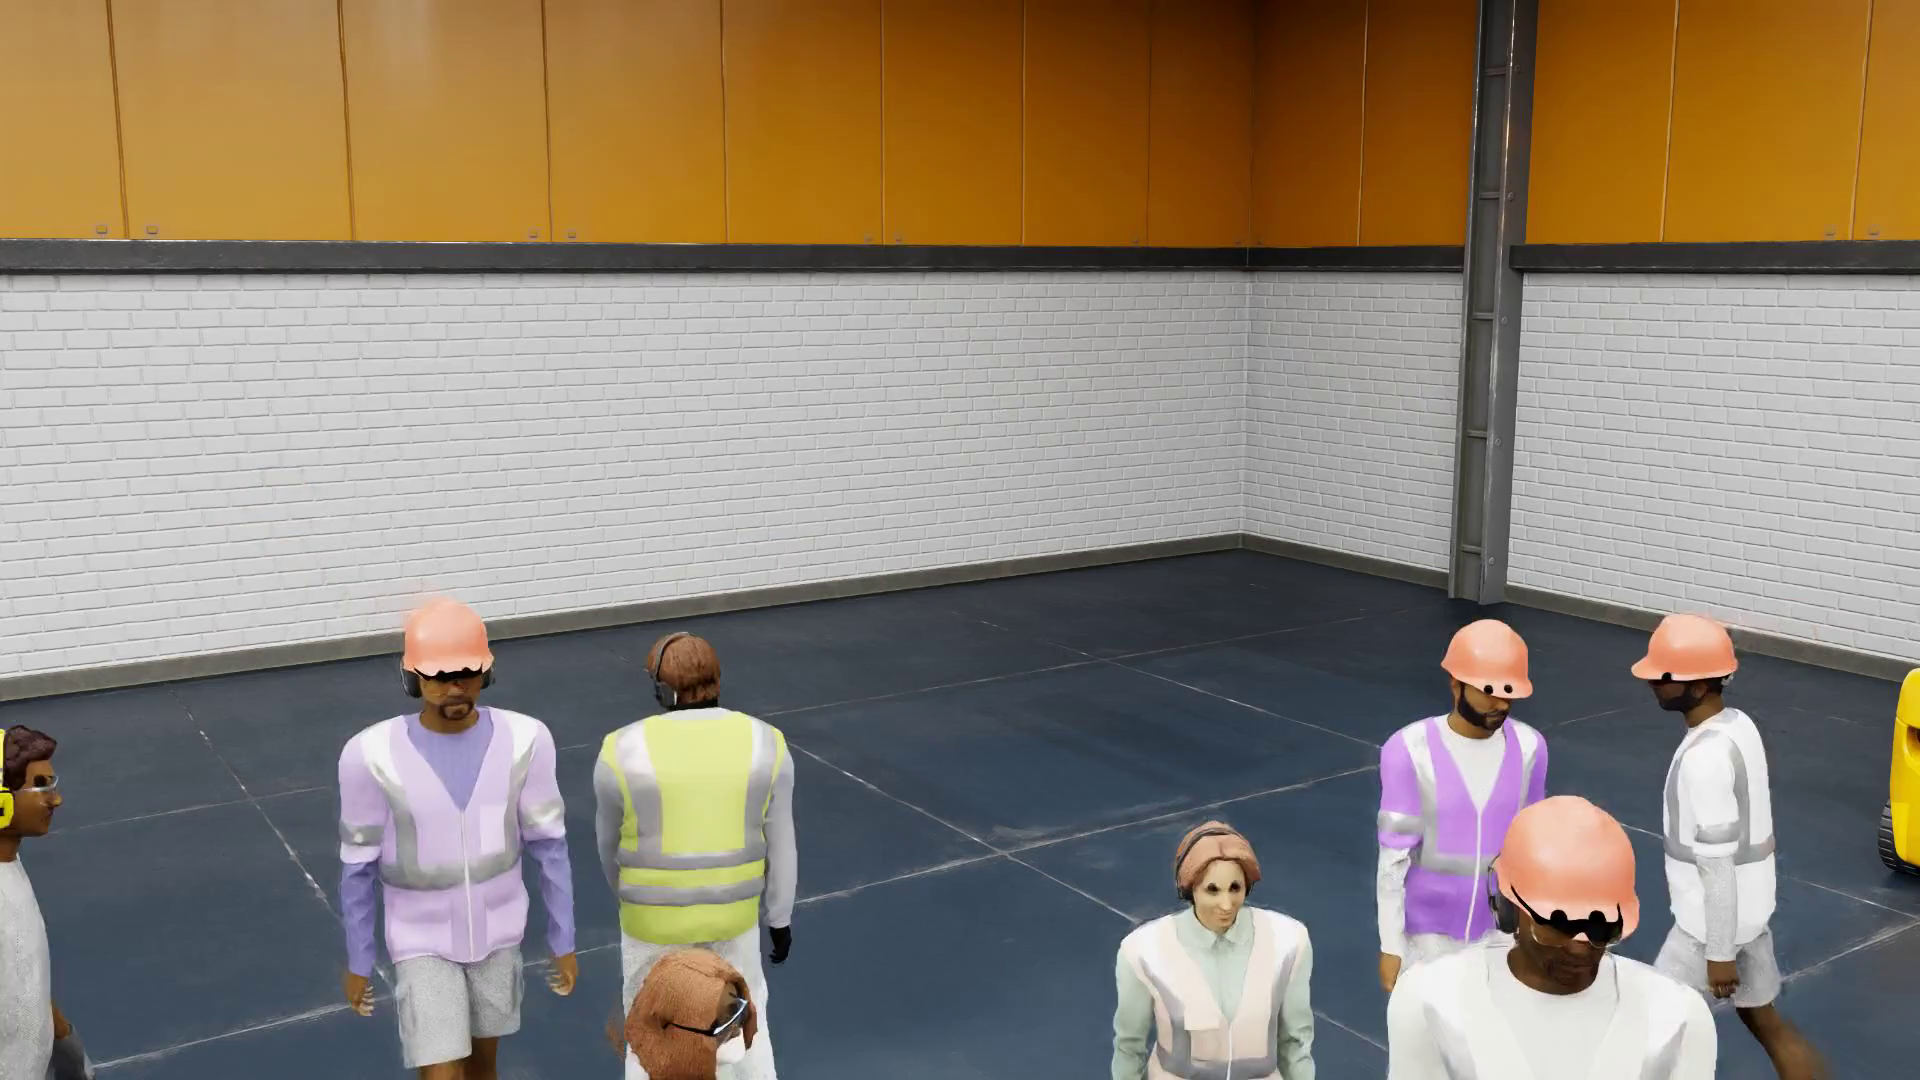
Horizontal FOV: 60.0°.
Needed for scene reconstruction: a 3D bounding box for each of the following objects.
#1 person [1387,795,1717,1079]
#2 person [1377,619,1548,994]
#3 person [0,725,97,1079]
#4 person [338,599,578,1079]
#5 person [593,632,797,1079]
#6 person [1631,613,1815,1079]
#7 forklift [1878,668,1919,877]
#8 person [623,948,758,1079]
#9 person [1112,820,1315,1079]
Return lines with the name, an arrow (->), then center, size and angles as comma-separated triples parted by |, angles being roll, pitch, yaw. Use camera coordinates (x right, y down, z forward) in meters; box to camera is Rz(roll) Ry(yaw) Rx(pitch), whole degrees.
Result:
person -> 1.155, 1.431, 3.338 | 0.627, 2.005, 1.024 | 1, 10, 7
person -> 1.541, 1.170, 5.128 | 0.562, 1.917, 0.450 | -1, 9, -5
person -> -2.228, 1.362, 4.161 | 0.658, 1.849, 0.556 | -4, 10, -24
person -> -1.390, 1.181, 4.757 | 0.636, 2.013, 0.883 | -6, 11, -31
person -> -0.839, 1.194, 5.313 | 0.632, 1.827, 0.460 | -4, 10, -22
person -> 2.491, 1.170, 5.254 | 0.744, 1.896, 0.624 | 7, 12, 38
forklift -> 5.511, 0.571, 7.906 | 2.313, 2.155, 1.214 | -6, 11, -33
person -> -0.503, 1.606, 3.495 | 0.819, 1.591, 0.508 | 0, 9, 1
person -> 0.620, 1.461, 4.284 | 0.508, 1.614, 0.628 | -1, 10, -9
